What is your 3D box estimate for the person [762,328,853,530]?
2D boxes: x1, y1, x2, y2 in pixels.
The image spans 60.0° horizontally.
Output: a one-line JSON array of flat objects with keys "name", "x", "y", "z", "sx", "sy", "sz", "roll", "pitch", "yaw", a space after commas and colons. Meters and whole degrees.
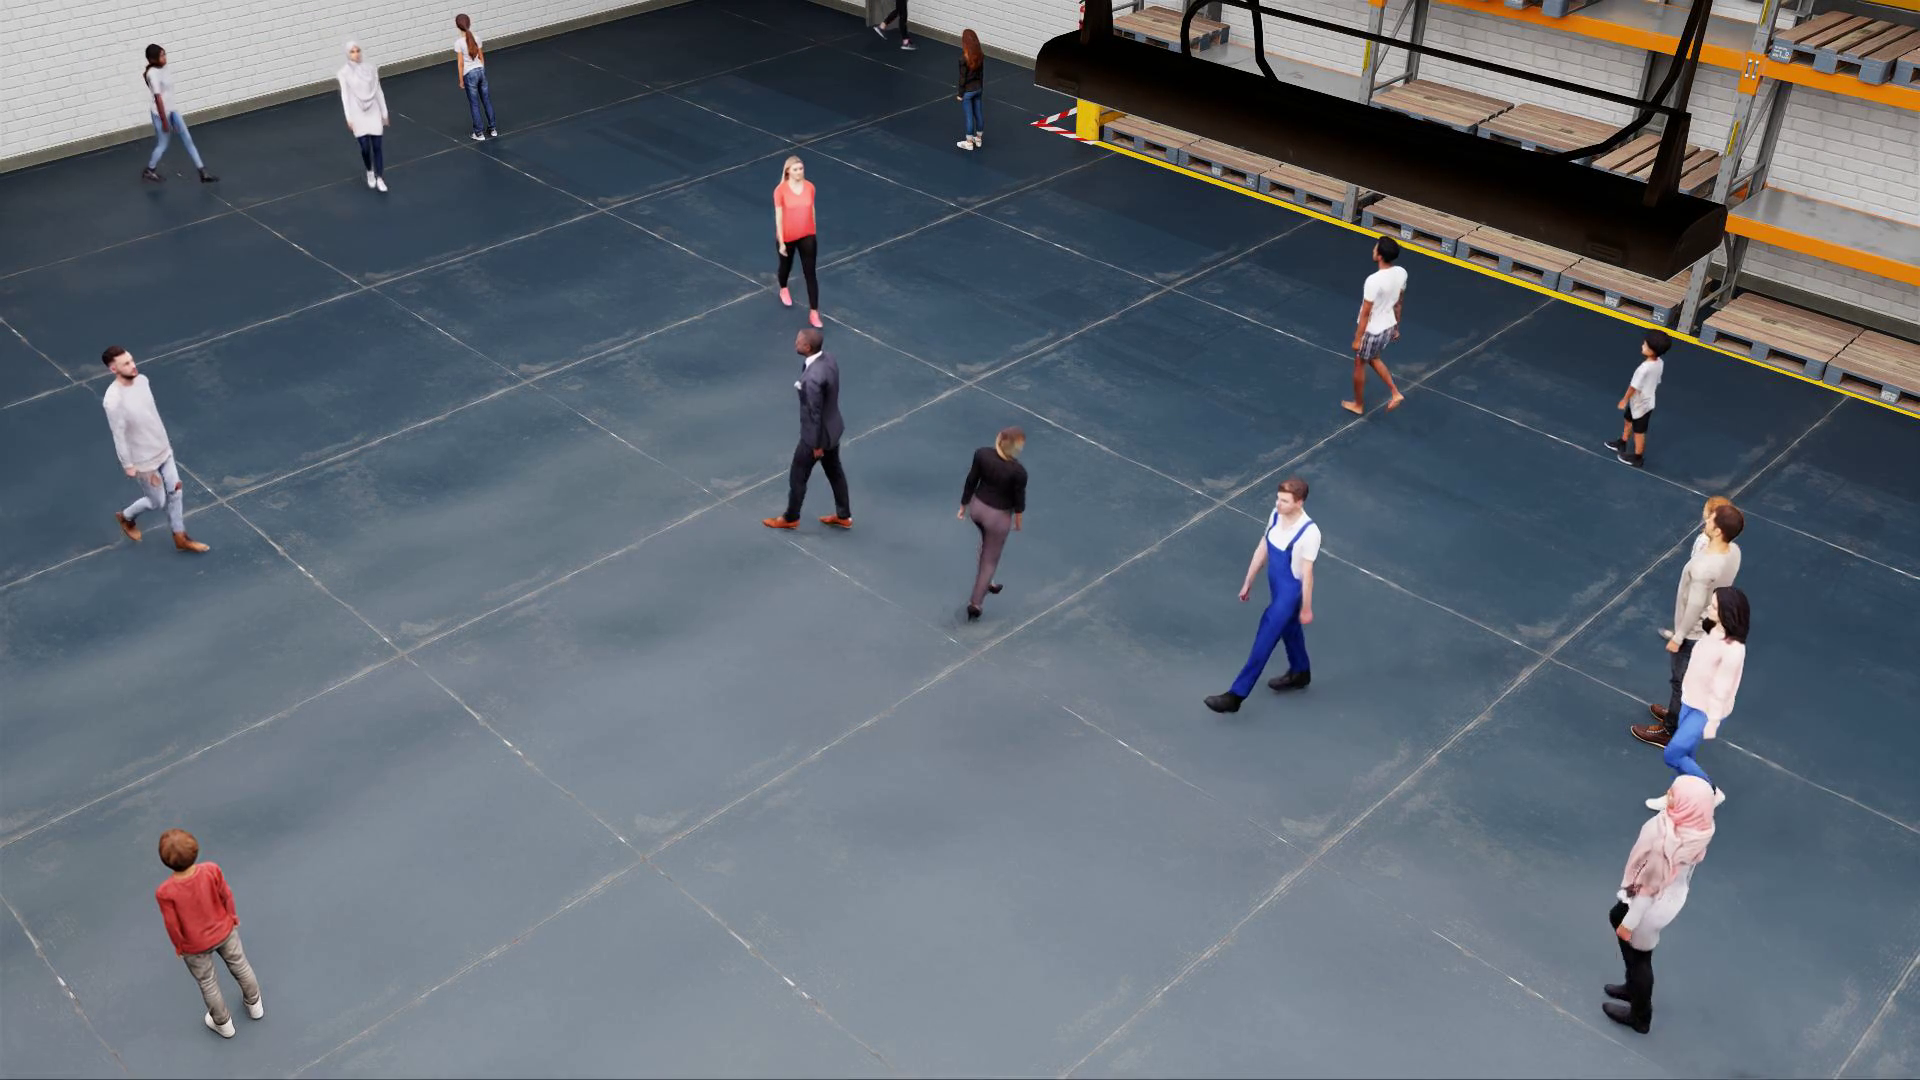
[{"name": "person", "x": -1.029, "y": -0.837, "z": 13.192, "sx": 1.100, "sy": 1.798, "sz": 0.993, "roll": 7, "pitch": 34, "yaw": 10}]

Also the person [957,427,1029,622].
[{"name": "person", "x": 0.186, "y": -0.111, "z": 12.250, "sx": 0.679, "sy": 1.632, "sz": 0.772, "roll": 16, "pitch": 37, "yaw": 22}]

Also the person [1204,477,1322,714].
[{"name": "person", "x": 2.316, "y": 0.342, "z": 11.411, "sx": 1.002, "sy": 1.807, "sz": 1.200, "roll": -13, "pitch": 36, "yaw": -19}]

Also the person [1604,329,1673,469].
[{"name": "person", "x": 5.898, "y": -1.188, "z": 14.223, "sx": 0.619, "sy": 1.242, "sz": 0.489, "roll": 27, "pitch": 42, "yaw": 34}]

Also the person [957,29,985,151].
[{"name": "person", "x": 0.144, "y": -5.598, "z": 20.640, "sx": 0.562, "sy": 1.483, "sz": 0.493, "roll": -27, "pitch": 42, "yaw": -35}]

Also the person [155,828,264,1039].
[{"name": "person", "x": -4.108, "y": 2.136, "z": 9.066, "sx": 0.514, "sy": 1.416, "sz": 0.472, "roll": -27, "pitch": 42, "yaw": -35}]

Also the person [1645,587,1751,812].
[{"name": "person", "x": 4.730, "y": 1.062, "z": 10.375, "sx": 0.876, "sy": 1.754, "sz": 0.825, "roll": 5, "pitch": 34, "yaw": 8}]

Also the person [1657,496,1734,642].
[{"name": "person", "x": 5.402, "y": 0.273, "z": 11.973, "sx": 0.618, "sy": 1.300, "sz": 0.764, "roll": -20, "pitch": 38, "yaw": -27}]

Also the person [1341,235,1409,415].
[{"name": "person", "x": 3.752, "y": -1.850, "z": 14.788, "sx": 0.663, "sy": 1.720, "sz": 0.822, "roll": -25, "pitch": 41, "yaw": -33}]

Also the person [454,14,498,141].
[{"name": "person", "x": -6.119, "y": -5.845, "z": 20.939, "sx": 0.537, "sy": 1.563, "sz": 0.516, "roll": -27, "pitch": 42, "yaw": -35}]

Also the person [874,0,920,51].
[{"name": "person", "x": -0.951, "y": -7.933, "z": 23.971, "sx": 1.005, "sy": 1.685, "sz": 0.904, "roll": 4, "pitch": 34, "yaw": 5}]

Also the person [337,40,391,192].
[{"name": "person", "x": -6.968, "y": -4.973, "z": 19.439, "sx": 0.680, "sy": 1.771, "sz": 0.670, "roll": -19, "pitch": 38, "yaw": -26}]

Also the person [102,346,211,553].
[{"name": "person", "x": -6.400, "y": -0.692, "z": 12.950, "sx": 1.082, "sy": 1.824, "sz": 0.975, "roll": 6, "pitch": 34, "yaw": 8}]

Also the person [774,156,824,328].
[{"name": "person", "x": -1.676, "y": -3.019, "z": 16.606, "sx": 0.932, "sy": 1.653, "sz": 1.216, "roll": -11, "pitch": 35, "yaw": -16}]

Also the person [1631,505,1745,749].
[{"name": "person", "x": 4.876, "y": 0.579, "z": 11.000, "sx": 0.643, "sy": 1.867, "sz": 0.559, "roll": -27, "pitch": 42, "yaw": -35}]

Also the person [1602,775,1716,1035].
[{"name": "person", "x": 3.815, "y": 2.002, "z": 8.929, "sx": 0.619, "sy": 1.789, "sz": 0.628, "roll": 29, "pitch": 43, "yaw": 36}]

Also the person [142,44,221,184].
[{"name": "person", "x": -9.382, "y": -4.951, "z": 19.497, "sx": 1.209, "sy": 1.671, "sz": 1.114, "roll": -1, "pitch": 34, "yaw": -2}]
